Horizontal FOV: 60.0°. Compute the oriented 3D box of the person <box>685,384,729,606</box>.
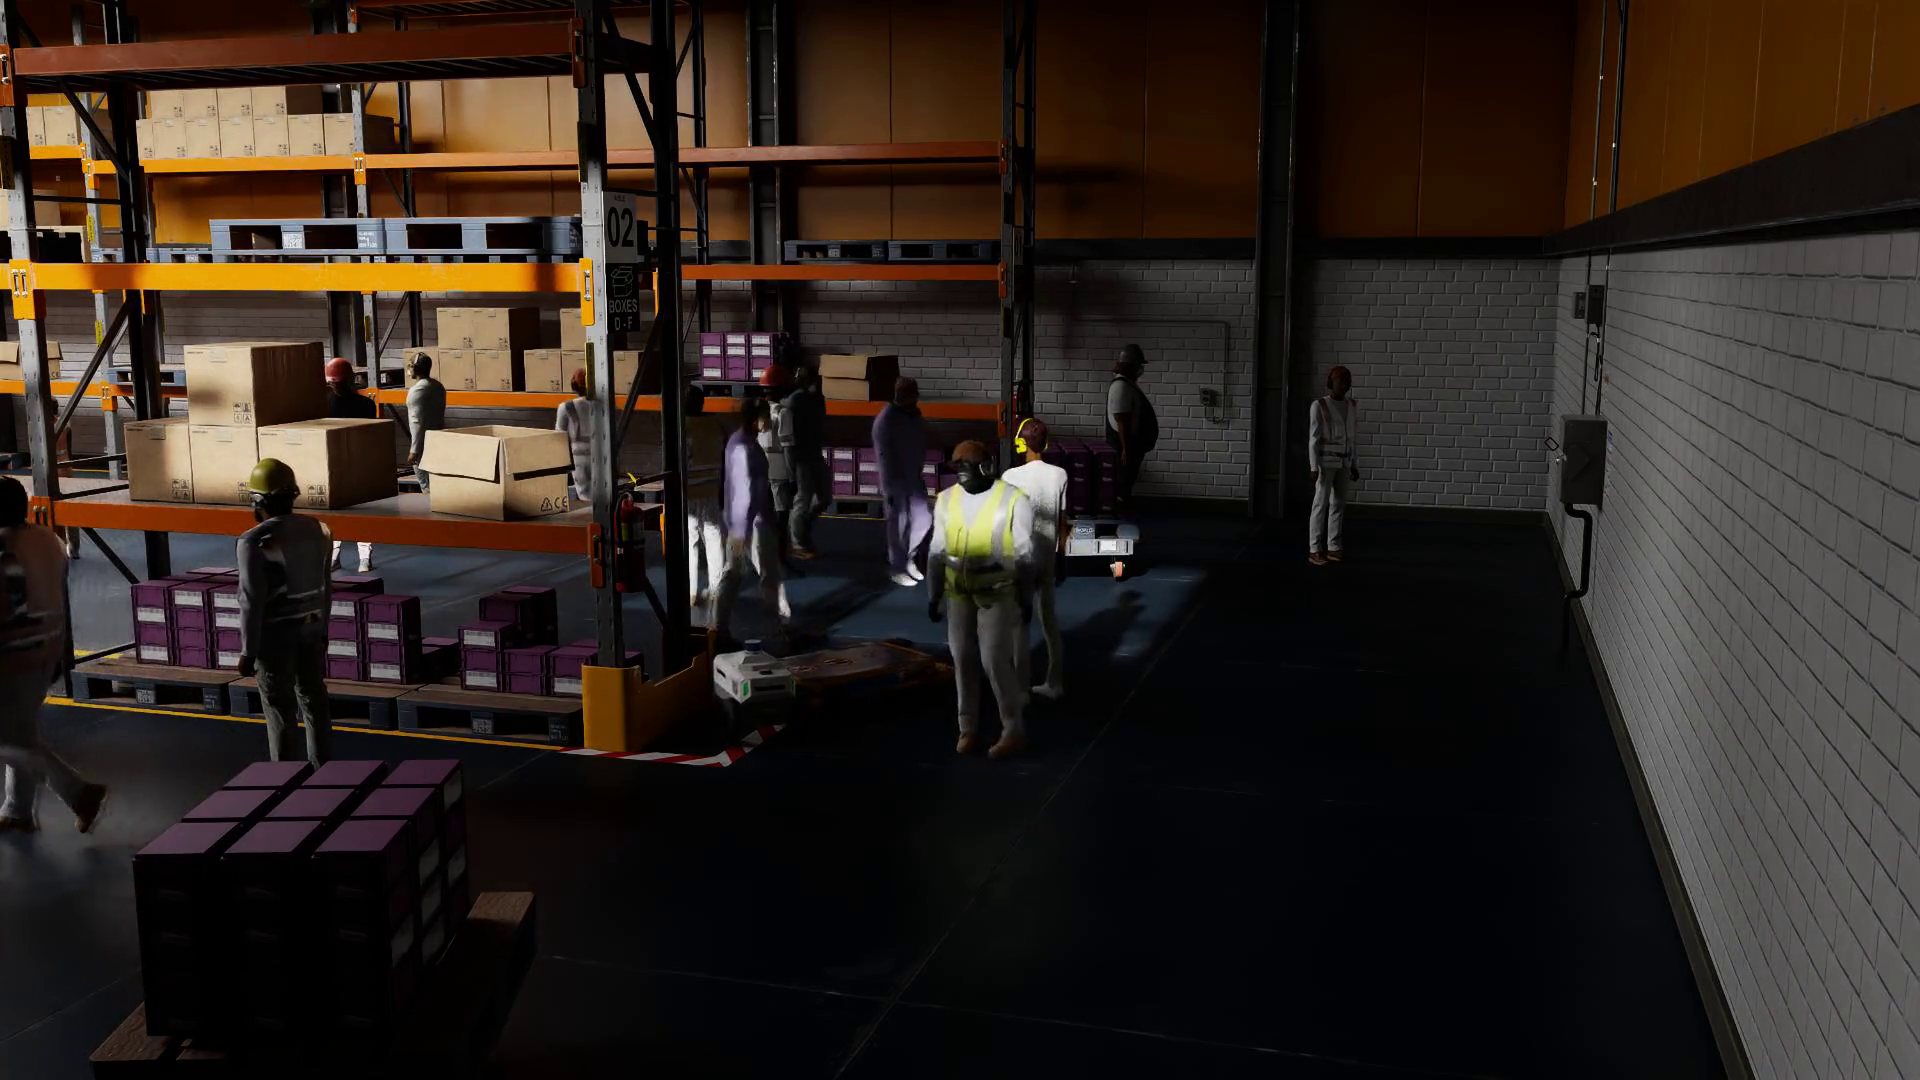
[{"bbox_3d":[-2.219,-0.374,13.862,0.429,1.842,0.629,9,13,44],"label":"person"}]

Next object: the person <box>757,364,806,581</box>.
[{"bbox_3d":[-1.652,-0.603,14.955,0.545,1.942,0.352,8,12,41],"label":"person"}]

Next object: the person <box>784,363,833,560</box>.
[{"bbox_3d":[-1.482,-0.742,15.914,0.447,1.907,0.673,5,11,29],"label":"person"}]

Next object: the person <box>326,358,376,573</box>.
[{"bbox_3d":[-5.668,-0.685,15.319,0.609,1.986,0.390,-1,9,-7],"label":"person"}]

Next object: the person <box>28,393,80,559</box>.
[{"bbox_3d":[-8.625,-0.594,15.810,0.310,1.642,0.514,2,9,11],"label":"person"}]

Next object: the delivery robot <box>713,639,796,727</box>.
[{"bbox_3d":[-1.250,0.845,10.058,0.477,0.478,0.707,-4,10,-23],"label":"delivery robot"}]

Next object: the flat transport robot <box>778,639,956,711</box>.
[{"bbox_3d":[-0.749,0.884,10.968,1.431,0.197,0.652,-8,12,-39],"label":"flat transport robot"}]

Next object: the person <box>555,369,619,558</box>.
[{"bbox_3d":[-3.663,-0.758,16.267,0.593,1.827,1.026,-6,11,-34],"label":"person"}]

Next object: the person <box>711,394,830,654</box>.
[{"bbox_3d":[-1.430,-0.109,12.048,0.884,1.897,0.636,-2,10,-13],"label":"person"}]

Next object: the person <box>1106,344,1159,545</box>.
[{"bbox_3d":[1.754,-0.981,16.954,0.537,2.000,0.689,1,9,6],"label":"person"}]

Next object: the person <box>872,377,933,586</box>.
[{"bbox_3d":[-0.485,-0.500,14.572,0.467,1.864,0.704,7,12,38],"label":"person"}]

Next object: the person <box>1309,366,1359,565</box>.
[{"bbox_3d":[3.544,-0.707,15.762,0.585,1.881,0.337,-6,11,-31],"label":"person"}]

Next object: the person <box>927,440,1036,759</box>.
[{"bbox_3d":[0.121,0.335,9.610,0.660,1.822,0.484,5,11,29],"label":"person"}]

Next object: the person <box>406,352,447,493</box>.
[{"bbox_3d":[-5.499,-0.962,17.148,0.371,1.941,0.627,1,9,7],"label":"person"}]

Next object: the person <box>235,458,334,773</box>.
[{"bbox_3d":[-3.515,0.487,8.643,0.403,1.833,0.586,4,10,23],"label":"person"}]

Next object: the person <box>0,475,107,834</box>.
[{"bbox_3d":[-4.534,0.586,8.087,0.724,1.822,0.631,1,9,6],"label":"person"}]

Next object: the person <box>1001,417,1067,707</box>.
[{"bbox_3d":[0.467,0.141,10.703,0.509,1.859,0.335,-7,11,-35],"label":"person"}]
